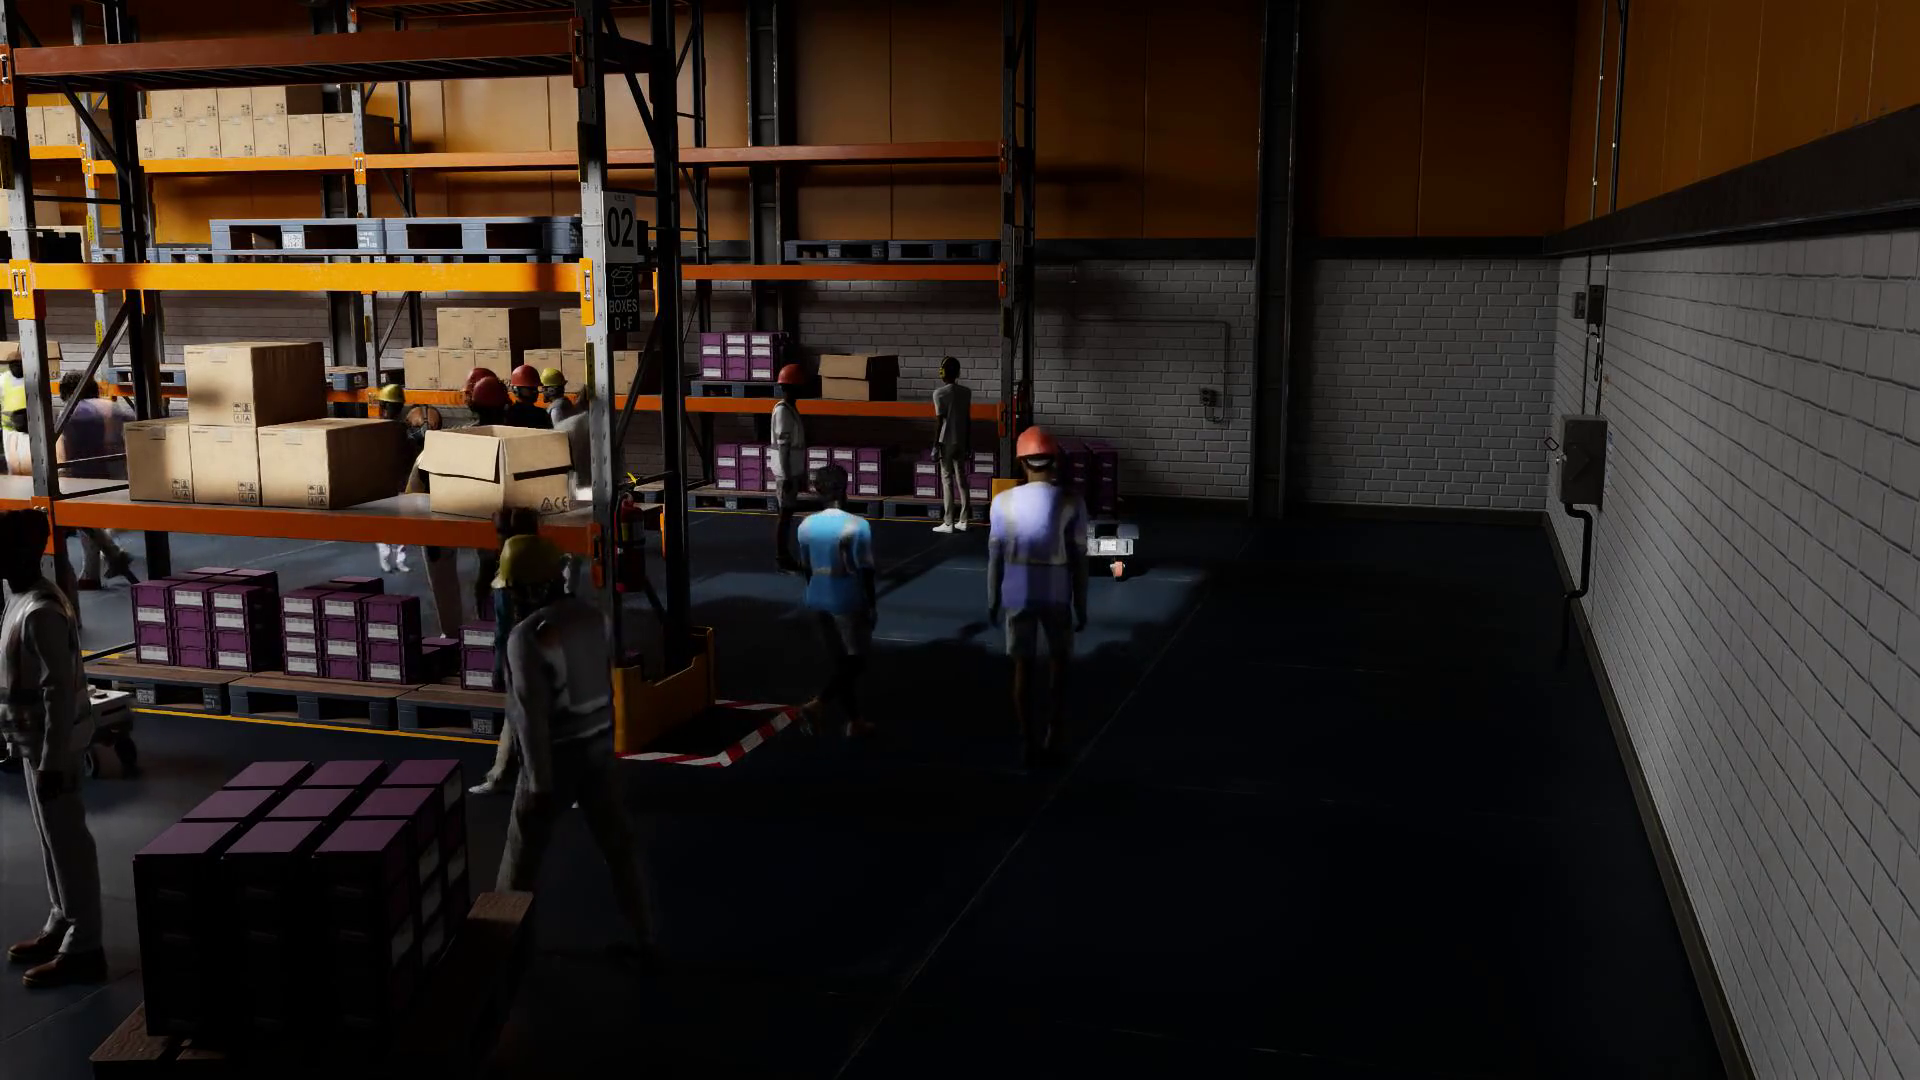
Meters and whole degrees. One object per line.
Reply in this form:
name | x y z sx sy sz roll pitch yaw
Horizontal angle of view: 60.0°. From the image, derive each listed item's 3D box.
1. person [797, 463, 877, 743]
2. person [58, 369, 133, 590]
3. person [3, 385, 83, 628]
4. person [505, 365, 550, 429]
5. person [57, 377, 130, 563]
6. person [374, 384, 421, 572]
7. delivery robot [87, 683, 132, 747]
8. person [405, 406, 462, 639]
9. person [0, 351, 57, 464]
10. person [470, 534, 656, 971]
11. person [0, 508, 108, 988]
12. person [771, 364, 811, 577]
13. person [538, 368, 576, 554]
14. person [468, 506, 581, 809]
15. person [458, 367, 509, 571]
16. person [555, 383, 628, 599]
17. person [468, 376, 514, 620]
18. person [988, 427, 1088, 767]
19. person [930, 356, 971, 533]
person | -0.770 0.392 9.748 0.554 1.665 0.632 7 12 37
person | -7.636 -0.522 14.511 0.465 1.921 0.673 -2 10 -11
person | -7.065 -0.229 12.760 0.589 1.918 0.400 4 10 22
person | -3.640 -0.476 14.016 0.376 1.995 0.609 5 10 26
person | -8.201 -0.665 15.828 0.634 1.793 0.920 -8 12 -39
person | -5.185 -0.556 15.243 0.545 1.748 0.407 -8 12 -41
delivery robot | -5.036 0.960 9.355 0.707 0.478 0.477 3 10 17
person | -3.752 -0.044 11.893 0.430 1.836 0.629 -2 10 -15
person | -11.040 -1.313 19.648 0.689 1.829 0.432 -1 9 -8
person | -1.637 0.841 6.671 0.950 1.761 0.628 5 11 29
person | -3.607 0.806 6.545 0.360 1.882 0.575 -7 11 -35
person | -1.532 -0.638 15.179 0.376 1.935 0.550 0 9 1
person | -3.951 -0.777 16.357 0.403 1.827 0.599 -1 9 -7
person | -2.192 0.616 8.659 0.885 1.599 0.530 2 9 10
person | -3.636 -0.308 12.845 0.396 2.042 0.610 -1 9 -8
person | -2.993 -0.321 13.391 0.638 1.901 0.919 1 9 6
person | -3.448 -0.211 12.332 0.479 2.011 0.629 2 9 11
person | 0.437 0.323 9.395 0.557 1.909 0.444 0 9 3
person | -0.099 -1.005 17.626 0.513 1.871 0.329 -8 12 -39
